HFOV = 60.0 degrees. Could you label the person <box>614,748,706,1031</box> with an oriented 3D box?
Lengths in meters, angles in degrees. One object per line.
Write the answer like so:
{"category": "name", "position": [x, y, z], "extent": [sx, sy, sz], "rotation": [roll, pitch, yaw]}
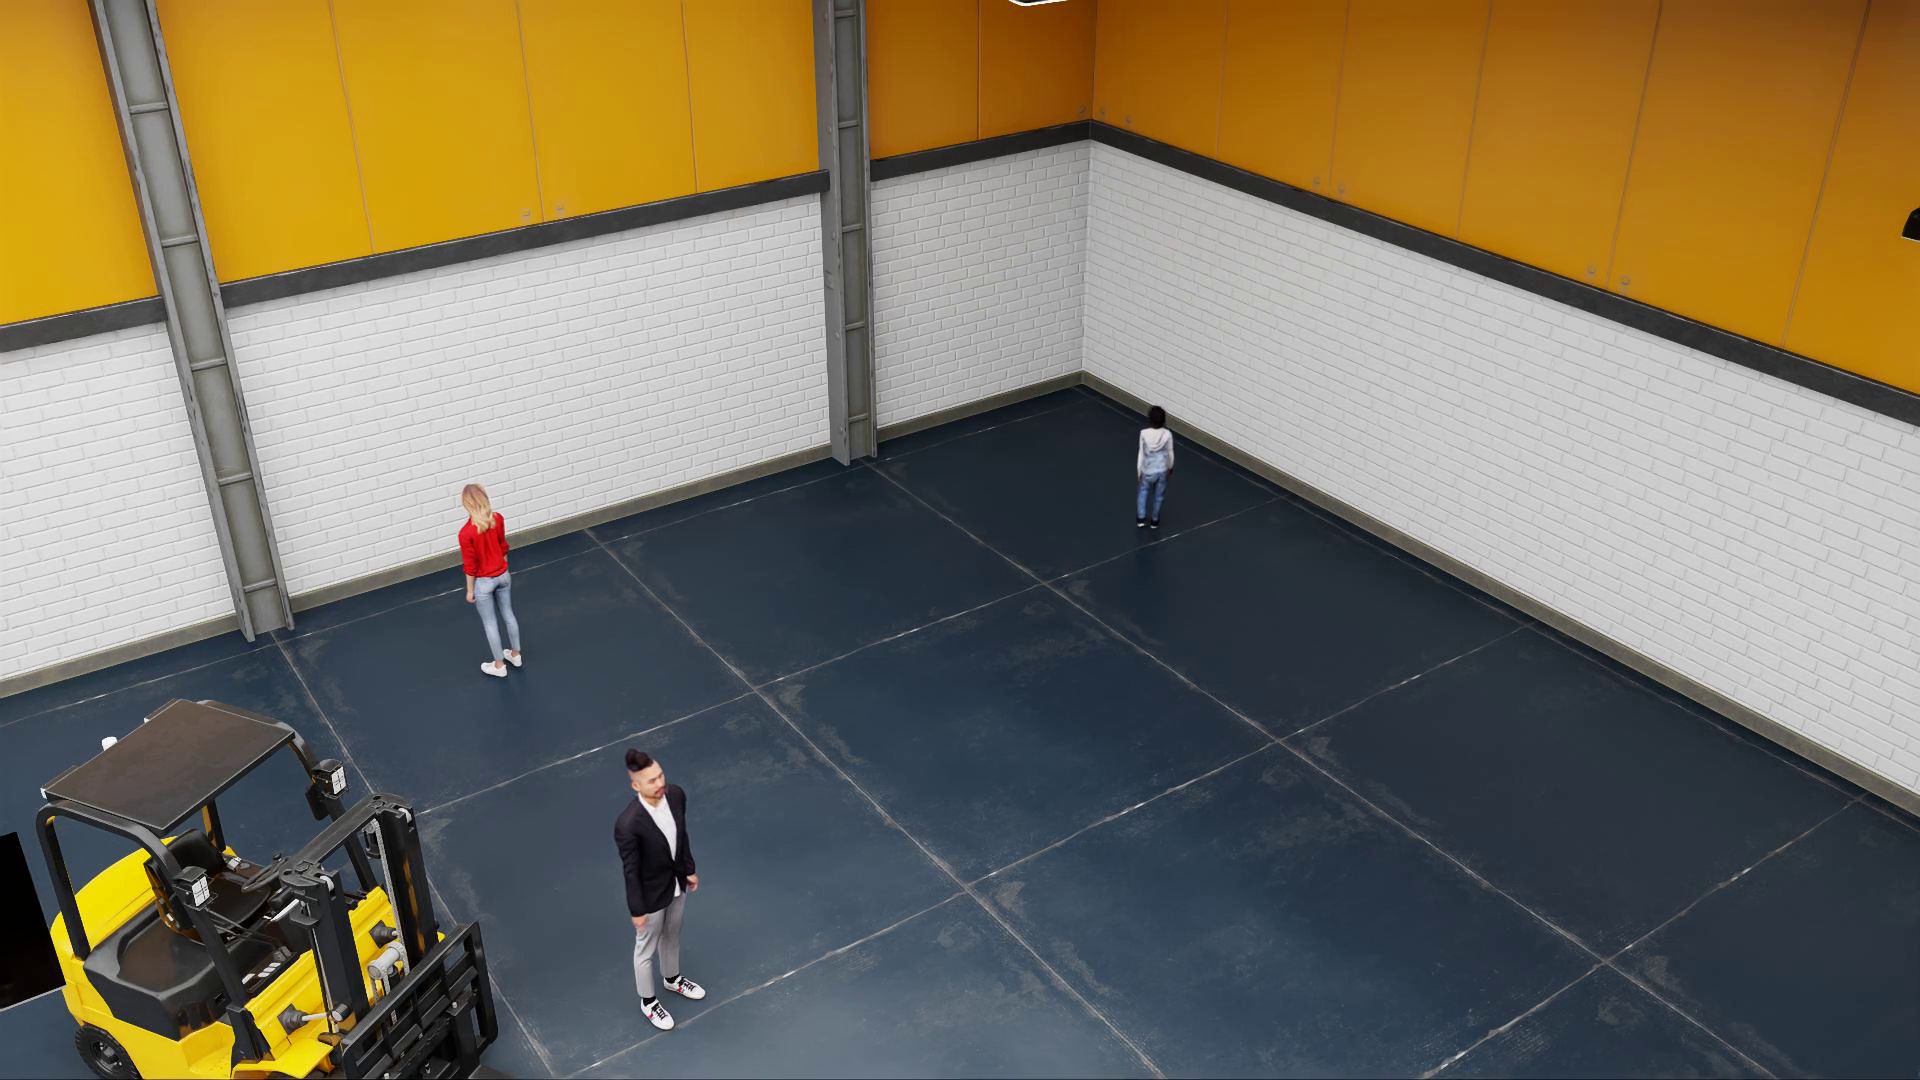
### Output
{"category": "person", "position": [-1.838, 2.058, 10.057], "extent": [0.845, 1.948, 0.680], "rotation": [18, 33, 29]}

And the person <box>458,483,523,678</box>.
{"category": "person", "position": [-3.820, 0.323, 13.494], "extent": [0.745, 1.703, 0.578], "rotation": [17, 33, 29]}

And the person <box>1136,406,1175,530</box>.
{"category": "person", "position": [1.847, -0.662, 15.770], "extent": [0.600, 1.253, 0.662], "rotation": [3, 29, 6]}
